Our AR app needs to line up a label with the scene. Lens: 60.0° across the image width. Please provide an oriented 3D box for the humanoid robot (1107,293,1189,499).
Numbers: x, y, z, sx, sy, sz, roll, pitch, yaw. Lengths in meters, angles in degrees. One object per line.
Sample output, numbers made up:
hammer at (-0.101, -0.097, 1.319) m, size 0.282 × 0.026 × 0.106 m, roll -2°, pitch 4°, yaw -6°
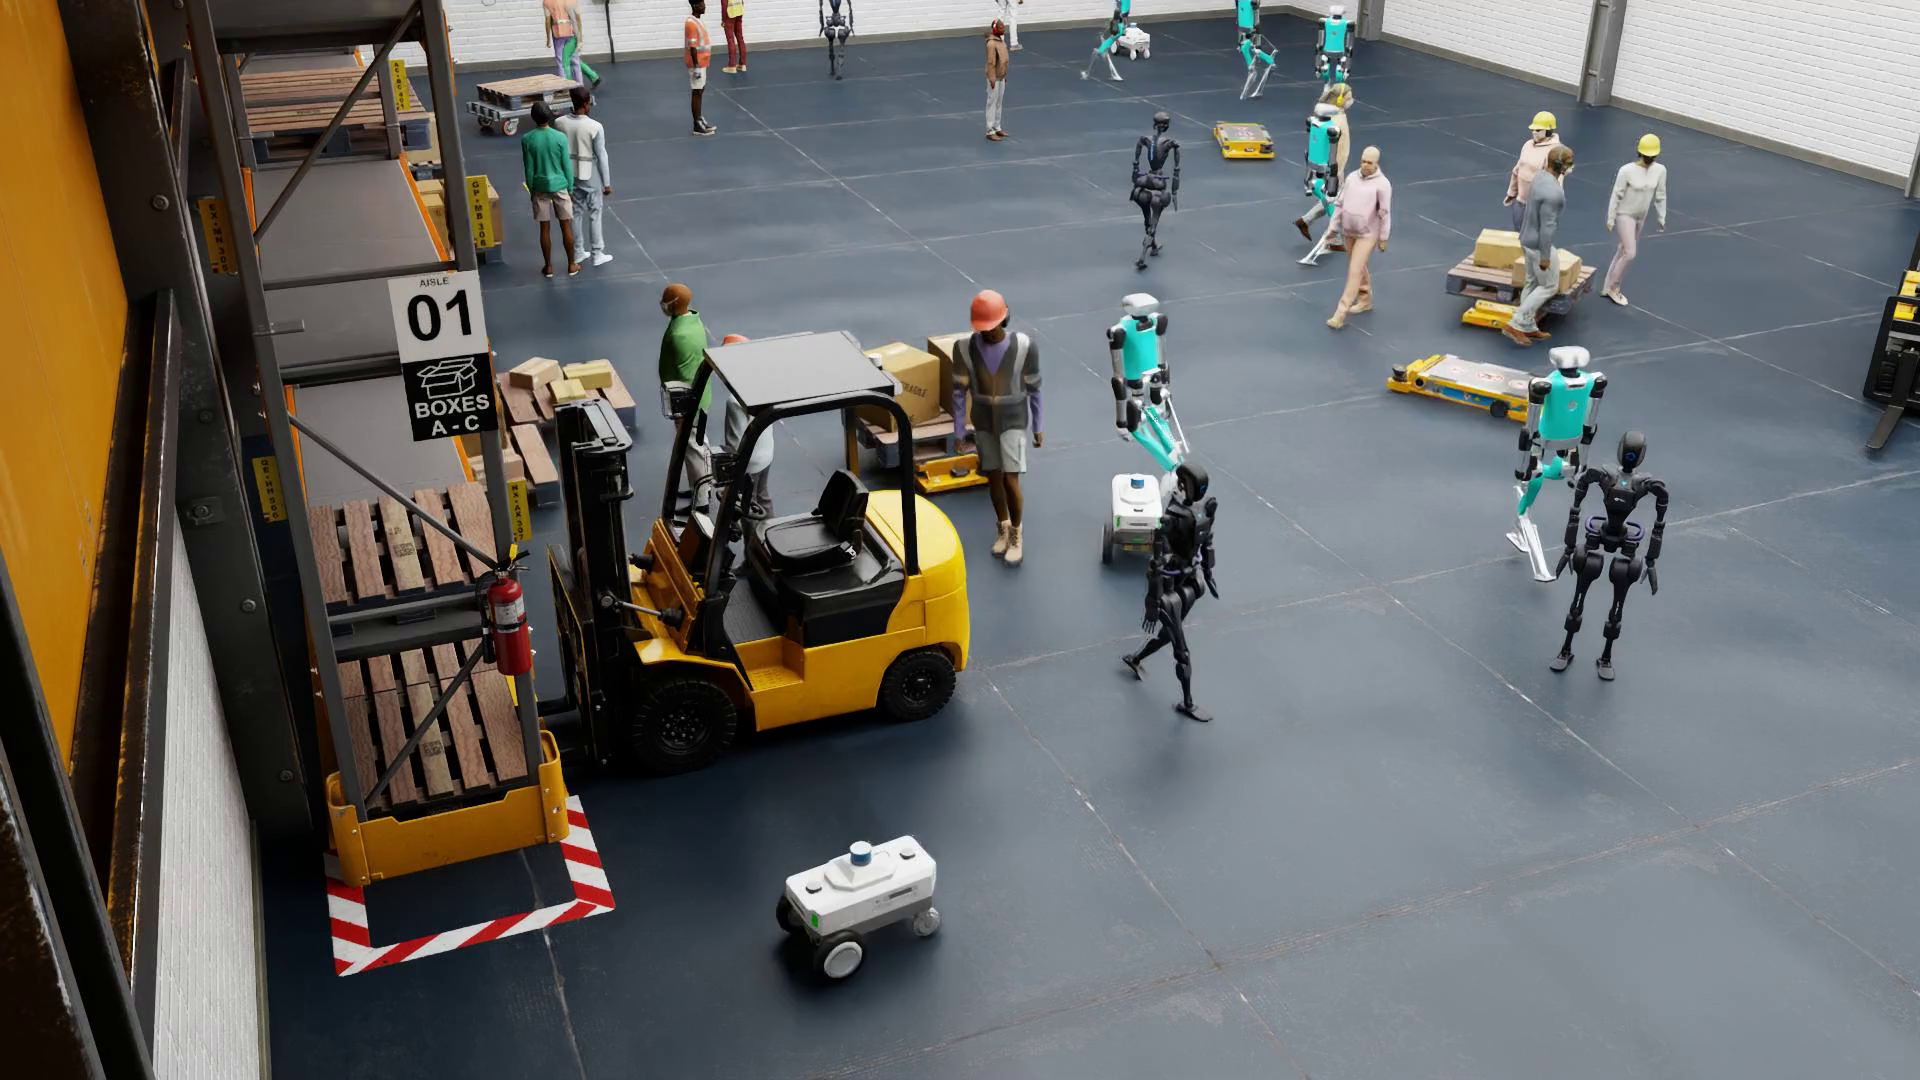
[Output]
humanoid robot at (1.482, -0.868, 12.066) m, size 0.615 × 1.770 × 0.798 m, roll -20°, pitch 33°, yaw -34°

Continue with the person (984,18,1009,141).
person at (0.500, -6.444, 23.263) m, size 0.338 × 1.651 × 0.457 m, roll 11°, pitch 29°, yaw 21°

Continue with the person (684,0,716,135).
person at (-3.695, -6.752, 23.529) m, size 0.374 × 1.966 × 0.604 m, roll 1°, pitch 27°, yaw 1°

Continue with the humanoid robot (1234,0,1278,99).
humanoid robot at (4.581, -7.604, 25.556) m, size 0.764 × 1.850 × 0.539 m, roll -14°, pitch 30°, yaw -25°

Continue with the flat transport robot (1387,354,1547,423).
flat transport robot at (4.578, -1.352, 14.677) m, size 1.431 × 0.231 × 0.659 m, roll 20°, pitch 33°, yaw 34°

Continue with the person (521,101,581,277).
person at (-4.328, -3.700, 17.585) m, size 0.493 × 1.854 × 0.397 m, roll -5°, pitch 27°, yaw -10°

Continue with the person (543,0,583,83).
person at (-6.103, -7.767, 25.681) m, size 0.569 × 1.843 × 0.373 m, roll -13°, pitch 29°, yaw -24°

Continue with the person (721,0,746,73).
person at (-3.755, -8.635, 27.495) m, size 0.378 × 1.769 × 0.470 m, roll 21°, pitch 33°, yaw 35°

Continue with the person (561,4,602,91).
person at (-6.015, -7.808, 25.809) m, size 0.845 × 1.813 × 0.554 m, roll -15°, pitch 30°, yaw -27°

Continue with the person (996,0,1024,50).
person at (0.855, -9.605, 29.299) m, size 0.572 × 1.882 × 0.357 m, roll 14°, pitch 30°, yaw 26°

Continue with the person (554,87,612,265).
person at (-4.055, -3.909, 17.943) m, size 0.600 × 1.907 × 0.401 m, roll 10°, pitch 28°, yaw 18°

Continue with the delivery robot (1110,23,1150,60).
delivery robot at (2.992, -8.680, 28.950) m, size 0.499 × 0.610 × 0.804 m, roll -11°, pitch 29°, yaw -21°

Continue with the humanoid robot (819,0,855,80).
humanoid robot at (-2.008, -8.404, 27.163) m, size 0.601 × 1.628 × 0.727 m, roll 2°, pitch 27°, yaw 3°

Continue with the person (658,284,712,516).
person at (-2.035, -1.050, 12.390) m, size 0.384 × 1.782 × 0.550 m, roll -1°, pitch 27°, yaw -2°

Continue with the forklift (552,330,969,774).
forklift at (-1.094, 0.010, 9.831) m, size 2.313 × 2.155 × 1.214 m, roll -10°, pitch 28°, yaw -20°

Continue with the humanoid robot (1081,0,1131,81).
humanoid robot at (2.339, -8.248, 26.826) m, size 0.886 × 1.835 × 0.558 m, roll 12°, pitch 29°, yaw 23°

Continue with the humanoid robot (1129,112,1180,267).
humanoid robot at (2.087, -3.810, 18.049) m, size 0.597 × 1.623 × 0.820 m, roll 16°, pitch 31°, yaw 29°

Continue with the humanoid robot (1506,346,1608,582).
humanoid robot at (4.007, -0.575, 11.501) m, size 0.548 × 1.736 × 1.020 m, roll -4°, pitch 27°, yaw -9°

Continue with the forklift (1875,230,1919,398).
forklift at (9.029, -2.397, 14.618) m, size 1.214 × 2.155 × 2.313 m, roll 18°, pitch 32°, yaw 32°

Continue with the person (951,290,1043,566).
person at (0.237, -0.777, 11.586) m, size 0.625 × 2.014 × 0.601 m, roll 7°, pitch 27°, yaw 13°

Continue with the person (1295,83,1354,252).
person at (4.123, -4.125, 18.428) m, size 0.660 × 1.855 × 0.572 m, roll 7°, pitch 28°, yaw 15°

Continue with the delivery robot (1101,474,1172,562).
delivery robot at (1.274, -0.178, 12.032) m, size 0.499 × 0.603 × 0.807 m, roll 1°, pitch 27°, yaw 3°

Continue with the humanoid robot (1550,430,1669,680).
humanoid robot at (4.006, 0.089, 10.229) m, size 0.599 × 1.655 × 0.315 m, roll 12°, pitch 29°, yaw 22°

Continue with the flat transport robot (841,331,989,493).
flat transport robot at (-0.241, -0.772, 13.522) m, size 0.659 × 0.231 × 1.431 m, roll -11°, pitch 29°, yaw -21°

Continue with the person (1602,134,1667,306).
person at (6.807, -3.236, 16.784) m, size 0.531 × 1.741 × 0.431 m, roll -13°, pitch 30°, yaw -25°

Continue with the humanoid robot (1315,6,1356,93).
humanoid robot at (5.385, -6.800, 23.899) m, size 0.535 × 1.775 × 0.812 m, roll 9°, pitch 28°, yaw 18°

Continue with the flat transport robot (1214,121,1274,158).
flat transport robot at (3.918, -5.527, 22.982) m, size 0.659 × 0.231 × 1.431 m, roll 1°, pitch 27°, yaw 2°

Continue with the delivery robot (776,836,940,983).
delivery robot at (-0.497, 1.766, 8.173) m, size 0.813 × 0.610 × 0.499 m, roll -15°, pitch 30°, yaw -27°

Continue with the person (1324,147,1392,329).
person at (3.897, -2.984, 16.296) m, size 0.894 × 1.740 × 0.524 m, roll -18°, pitch 32°, yaw -32°

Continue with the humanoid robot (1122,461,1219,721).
humanoid robot at (1.273, 0.248, 10.000) m, size 0.608 × 1.644 × 0.769 m, roll -23°, pitch 35°, yaw -38°

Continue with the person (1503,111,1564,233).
person at (5.944, -3.489, 17.164) m, size 0.433 × 1.859 × 0.791 m, roll -8°, pitch 28°, yaw -15°

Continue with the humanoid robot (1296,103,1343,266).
humanoid robot at (4.020, -3.835, 17.975) m, size 0.820 × 1.775 × 0.562 m, roll -11°, pitch 29°, yaw -21°

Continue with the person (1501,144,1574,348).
person at (5.482, -2.770, 15.652) m, size 0.464 × 1.929 × 0.654 m, roll 1°, pitch 27°, yaw 2°

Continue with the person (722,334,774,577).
person at (-1.479, -0.586, 11.518) m, size 0.351 × 1.739 × 0.572 m, roll 8°, pitch 28°, yaw 15°

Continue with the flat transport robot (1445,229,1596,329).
flat transport robot at (5.629, -2.418, 16.796) m, size 0.659 × 0.231 × 1.431 m, roll 17°, pitch 31°, yaw 30°
